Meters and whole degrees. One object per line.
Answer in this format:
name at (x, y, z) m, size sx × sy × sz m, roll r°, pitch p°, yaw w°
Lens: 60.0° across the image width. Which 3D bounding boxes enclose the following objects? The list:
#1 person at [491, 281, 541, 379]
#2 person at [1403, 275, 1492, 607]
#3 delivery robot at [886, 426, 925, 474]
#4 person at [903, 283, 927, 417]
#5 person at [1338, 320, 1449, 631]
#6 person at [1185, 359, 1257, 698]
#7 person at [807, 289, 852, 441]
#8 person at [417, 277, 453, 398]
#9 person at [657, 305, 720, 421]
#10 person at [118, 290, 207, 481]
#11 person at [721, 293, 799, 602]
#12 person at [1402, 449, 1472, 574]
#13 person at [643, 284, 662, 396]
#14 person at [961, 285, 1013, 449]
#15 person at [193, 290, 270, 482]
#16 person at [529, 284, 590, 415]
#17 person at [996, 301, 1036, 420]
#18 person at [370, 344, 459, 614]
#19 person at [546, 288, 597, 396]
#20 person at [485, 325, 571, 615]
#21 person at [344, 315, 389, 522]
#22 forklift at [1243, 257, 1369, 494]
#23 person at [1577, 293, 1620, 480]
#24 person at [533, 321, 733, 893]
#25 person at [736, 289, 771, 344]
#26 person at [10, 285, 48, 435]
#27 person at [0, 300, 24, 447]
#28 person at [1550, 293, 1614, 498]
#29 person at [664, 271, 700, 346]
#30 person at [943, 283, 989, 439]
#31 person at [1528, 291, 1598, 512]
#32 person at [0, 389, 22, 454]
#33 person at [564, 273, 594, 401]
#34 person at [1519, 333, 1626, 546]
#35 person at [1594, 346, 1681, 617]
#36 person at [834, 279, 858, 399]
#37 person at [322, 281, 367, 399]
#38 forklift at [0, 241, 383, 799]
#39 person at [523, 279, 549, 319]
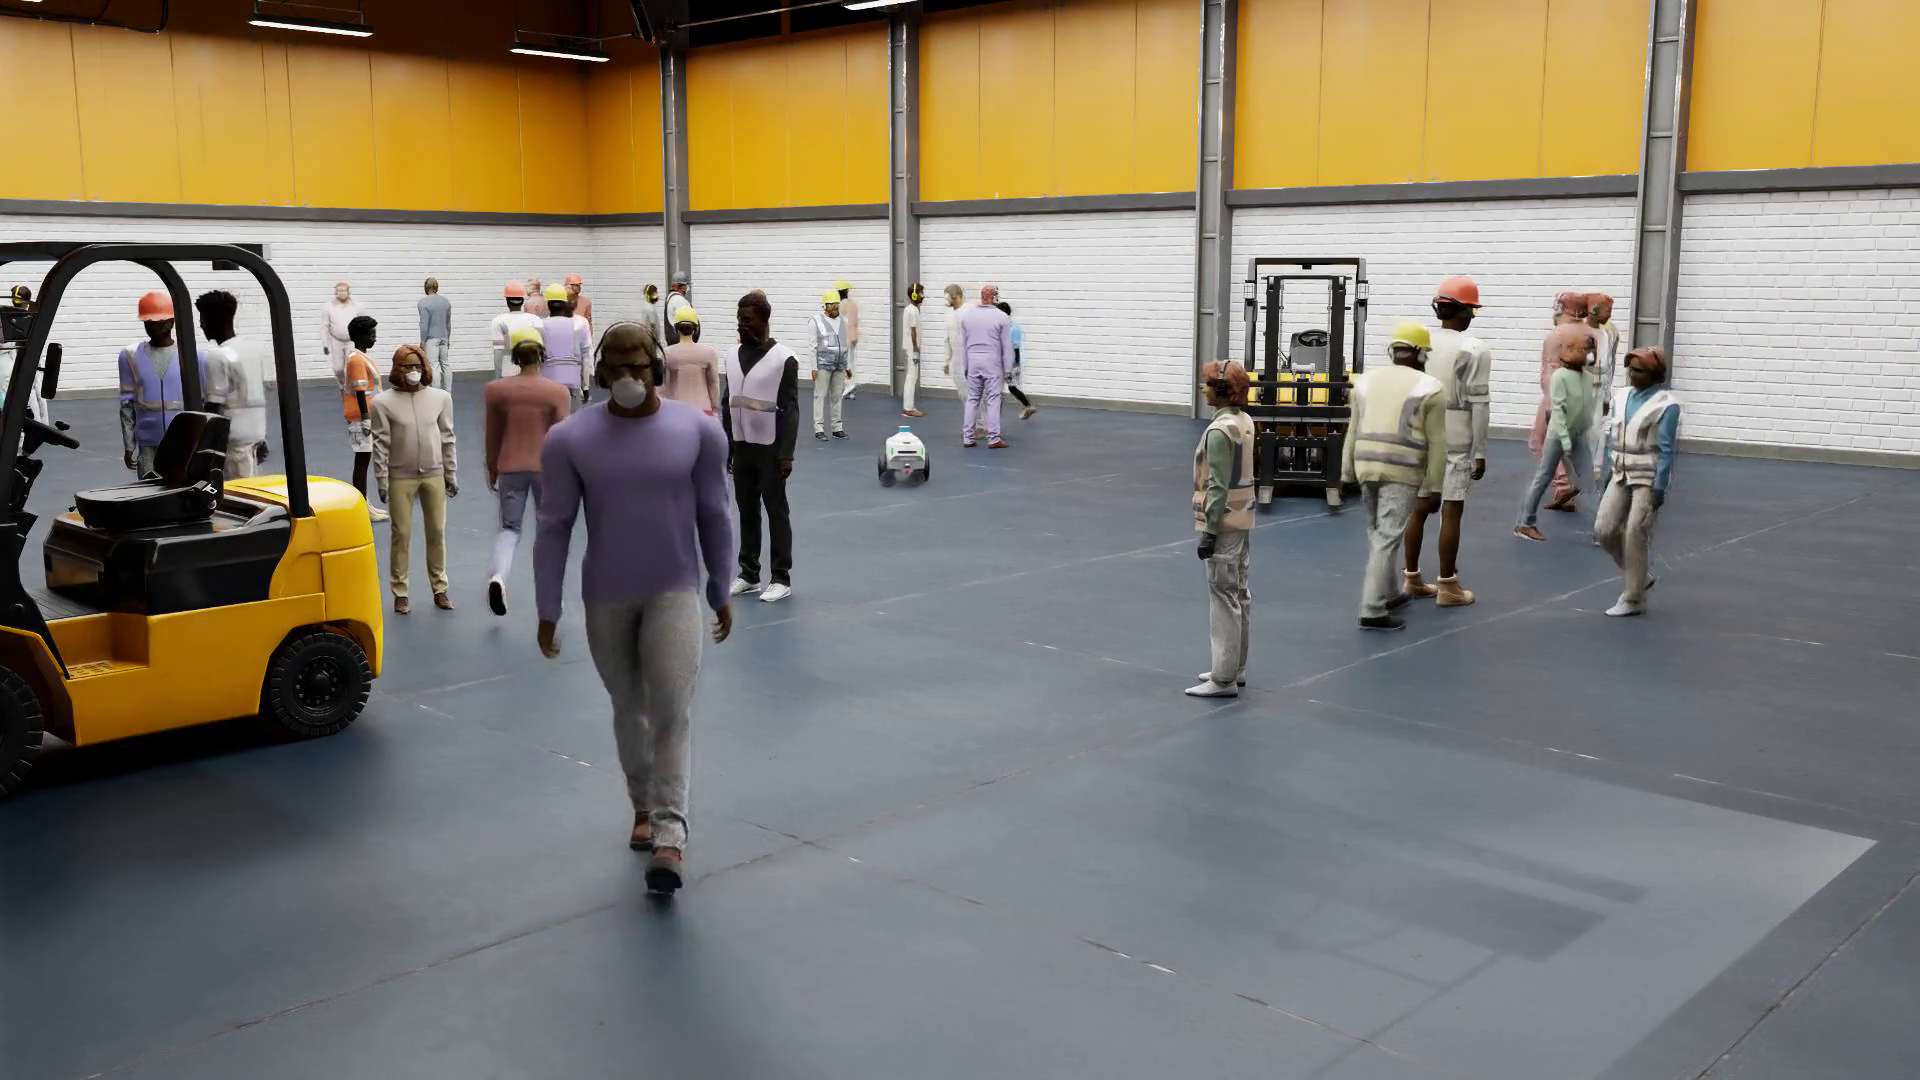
person at (-4.735, -1.793, 17.823) m, size 0.544 × 1.939 × 0.354 m, roll -5°, pitch 11°, yaw -30°
person at (3.006, -0.604, 10.260) m, size 0.416 × 2.035 × 0.601 m, roll -8°, pitch 12°, yaw -40°
delivery robot at (-0.530, -0.855, 16.012) m, size 0.477 × 0.478 × 0.707 m, roll -1°, pitch 9°, yaw -5°
person at (-0.647, -2.660, 23.364) m, size 0.310 × 1.863 × 0.534 m, roll -2°, pitch 9°, yaw -9°
person at (2.556, -0.378, 9.675) m, size 0.783 × 1.776 × 0.618 m, roll -8°, pitch 12°, yaw -42°
person at (1.283, -0.054, 8.072) m, size 0.308 × 1.640 × 0.511 m, roll 4°, pitch 10°, yaw 22°
person at (-1.553, -2.115, 20.115) m, size 0.591 × 1.834 × 0.404 m, roll -7°, pitch 11°, yaw -35°
person at (-8.183, -3.114, 25.917) m, size 0.376 × 1.940 × 0.629 m, roll 5°, pitch 10°, yaw 28°
person at (-2.261, -1.062, 13.861) m, size 0.523 × 1.769 × 0.314 m, roll -3°, pitch 10°, yaw -16°
person at (-5.164, -0.653, 10.840) m, size 0.552 × 1.932 × 0.377 m, roll -3°, pitch 10°, yaw -18°
person at (-1.256, -0.581, 10.453) m, size 0.591 × 1.919 × 0.392 m, roll 6°, pitch 11°, yaw 34°
person at (3.204, -0.571, 11.250) m, size 0.500 × 1.636 × 0.280 m, roll 2°, pitch 9°, yaw 13°
person at (-4.729, -3.073, 25.980) m, size 0.447 × 1.833 × 0.549 m, roll -3°, pitch 10°, yaw -15°
person at (0.324, -2.004, 19.278) m, size 0.661 × 1.895 × 0.409 m, roll 5°, pitch 10°, yaw 28°
person at (-4.887, -0.681, 11.016) m, size 0.826 × 1.928 × 0.632 m, roll 0°, pitch 9°, yaw -2°
person at (-3.880, -1.510, 16.113) m, size 0.586 × 1.928 × 0.369 m, roll -4°, pitch 10°, yaw -25°
person at (0.669, -2.347, 22.074) m, size 0.559 × 1.660 × 0.749 m, roll 8°, pitch 12°, yaw 42°
person at (-3.283, -0.367, 10.039) m, size 0.493 × 1.624 × 0.280 m, roll -7°, pitch 11°, yaw -35°
person at (-4.399, -1.886, 18.713) m, size 0.675 × 1.860 × 0.592 m, roll 9°, pitch 13°, yaw 42°
person at (-2.568, -0.388, 9.822) m, size 0.539 × 1.739 × 0.640 m, roll 0°, pitch 9°, yaw 1°
person at (-4.893, -0.994, 13.669) m, size 0.319 × 1.694 × 0.533 m, roll -3°, pitch 10°, yaw -19°
forklift at (3.309, -1.629, 16.029) m, size 1.214 × 2.155 × 2.313 m, roll 2°, pitch 9°, yaw 11°
person at (6.096, -1.487, 16.263) m, size 0.620 × 1.837 × 0.429 m, roll -3°, pitch 10°, yaw -17°
person at (-1.103, 0.221, 5.616) m, size 0.660 × 1.887 × 1.002 m, roll -1°, pitch 9°, yaw -6°
person at (-2.384, -2.000, 19.396) m, size 0.348 × 1.837 × 0.505 m, roll 8°, pitch 12°, yaw 39°
person at (-11.489, -2.193, 20.480) m, size 0.314 × 1.869 × 0.535 m, roll -1°, pitch 9°, yaw -5°
person at (-11.053, -1.914, 19.156) m, size 0.298 × 1.745 × 0.484 m, roll -1°, pitch 9°, yaw -4°
person at (5.672, -1.323, 15.173) m, size 0.584 × 1.863 × 0.536 m, roll -4°, pitch 10°, yaw -25°
person at (-4.216, -3.061, 25.282) m, size 0.536 × 2.000 × 0.684 m, roll -4°, pitch 10°, yaw -25°
person at (0.055, -2.166, 20.224) m, size 0.515 × 1.896 × 0.651 m, roll -5°, pitch 11°, yaw -28°
person at (5.128, -1.167, 14.176) m, size 0.651 × 1.883 × 0.428 m, roll -7°, pitch 11°, yaw -35°
person at (-10.781, -1.800, 18.233) m, size 0.659 × 1.815 × 0.605 m, roll -3°, pitch 10°, yaw -18°
person at (-6.038, -3.168, 26.068) m, size 0.612 × 1.997 × 0.375 m, roll -7°, pitch 11°, yaw -35°
person at (4.584, -0.745, 12.437) m, size 0.496 × 1.590 × 0.866 m, roll -6°, pitch 11°, yaw -32°
person at (4.008, -0.338, 9.838) m, size 0.363 × 1.618 × 0.535 m, roll -3°, pitch 10°, yaw -20°
person at (-1.837, -3.198, 26.518) m, size 0.423 × 1.903 × 0.590 m, roll 6°, pitch 11°, yaw 32°
person at (-9.486, -3.051, 25.682) m, size 0.654 × 1.888 × 0.615 m, roll -3°, pitch 10°, yaw -15°
forklift at (-3.706, -0.171, 7.093) m, size 1.214 × 2.155 × 2.313 m, roll 9°, pitch 13°, yaw 43°
person at (-7.014, -3.344, 27.440) m, size 0.405 × 1.905 × 0.678 m, roll 2°, pitch 9°, yaw 11°
